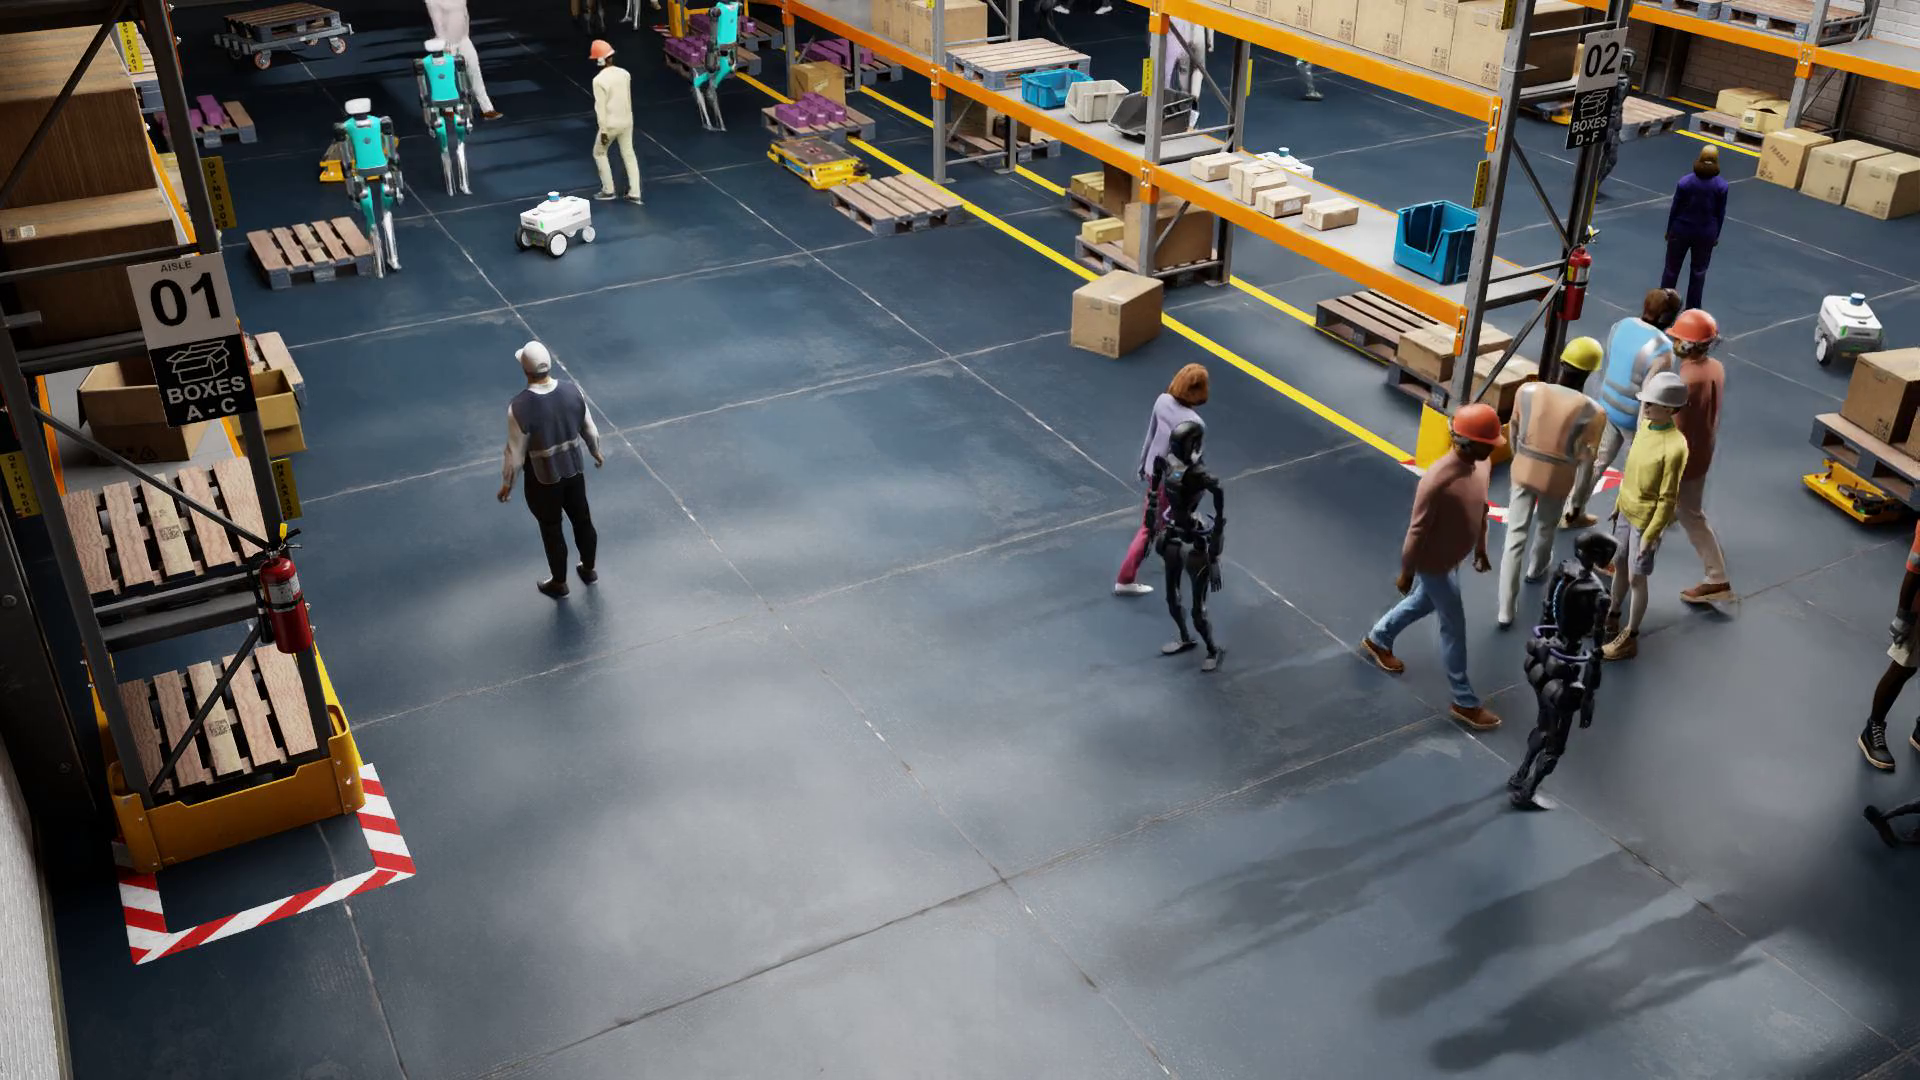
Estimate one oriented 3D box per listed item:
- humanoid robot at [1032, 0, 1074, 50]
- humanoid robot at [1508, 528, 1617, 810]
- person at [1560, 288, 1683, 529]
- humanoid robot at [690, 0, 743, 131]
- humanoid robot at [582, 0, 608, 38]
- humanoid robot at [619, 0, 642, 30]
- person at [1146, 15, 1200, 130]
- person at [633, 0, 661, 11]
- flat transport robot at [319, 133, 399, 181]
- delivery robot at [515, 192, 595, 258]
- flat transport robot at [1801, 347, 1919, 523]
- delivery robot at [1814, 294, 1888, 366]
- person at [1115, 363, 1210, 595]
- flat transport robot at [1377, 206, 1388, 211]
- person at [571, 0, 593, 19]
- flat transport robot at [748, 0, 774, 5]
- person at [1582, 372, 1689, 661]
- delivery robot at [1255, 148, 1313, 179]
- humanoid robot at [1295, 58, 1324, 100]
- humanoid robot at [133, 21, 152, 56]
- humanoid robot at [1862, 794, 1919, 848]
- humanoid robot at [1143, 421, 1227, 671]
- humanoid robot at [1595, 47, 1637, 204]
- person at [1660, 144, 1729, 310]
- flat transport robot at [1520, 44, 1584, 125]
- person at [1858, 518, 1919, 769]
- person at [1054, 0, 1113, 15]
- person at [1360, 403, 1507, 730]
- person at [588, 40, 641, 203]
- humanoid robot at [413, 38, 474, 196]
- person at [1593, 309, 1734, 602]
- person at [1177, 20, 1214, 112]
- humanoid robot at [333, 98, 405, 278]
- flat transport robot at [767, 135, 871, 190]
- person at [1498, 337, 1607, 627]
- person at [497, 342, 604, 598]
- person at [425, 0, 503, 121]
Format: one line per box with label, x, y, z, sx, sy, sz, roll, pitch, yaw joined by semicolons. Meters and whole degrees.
humanoid robot;1.280;-7.615;23.311;0.751;1.657;0.598;10;31;16
humanoid robot;3.181;0.676;8.825;0.362;1.647;0.593;-6;30;-10
person;4.652;-0.876;11.409;0.858;1.799;0.658;-8;31;-13
humanoid robot;-2.976;-5.722;19.929;0.814;1.782;0.533;18;34;28
humanoid robot;-5.423;-8.216;24.298;0.589;1.647;0.351;-7;31;-12
humanoid robot;-4.946;-8.504;24.773;0.543;1.811;0.775;8;31;13
person;2.509;-5.759;19.841;0.822;1.866;0.648;13;32;22
person;-4.942;-9.176;25.806;0.626;1.844;0.429;-14;33;-23
flat transport robot;-6.892;-4.417;19.099;0.659;0.231;1.431;-4;30;-7
delivery robot;-4.047;-3.180;16.653;0.499;0.589;0.782;19;35;29
flat transport robot;6.992;-0.422;12.144;1.431;0.231;0.659;-7;31;-13
delivery robot;7.637;-1.801;14.277;0.499;0.614;0.812;6;30;10
person;1.383;-0.401;10.797;0.844;1.572;0.506;-11;32;-19
flat transport robot;4.169;-3.110;16.823;0.659;0.231;1.431;-9;31;-15
person;-5.753;-8.720;25.143;0.598;1.707;0.599;2;30;3
flat transport robot;-2.793;-8.860;26.834;0.659;0.231;1.431;16;34;26
person;4.109;-0.143;10.032;0.384;1.892;0.471;-3;30;-6
delivery robot;3.464;-3.937;17.976;0.499;0.595;0.792;-17;34;-27
humanoid robot;4.540;-6.418;21.197;0.750;1.869;0.552;2;30;4
humanoid robot;-11.458;-7.391;22.880;0.585;1.643;0.596;4;30;7
humanoid robot;5.035;0.871;8.501;0.451;1.649;0.601;11;32;18
humanoid robot;1.376;0.013;9.977;0.381;1.634;0.600;-26;39;-38
humanoid robot;6.888;-4.392;17.643;0.368;1.642;0.612;3;30;6
person;6.503;-2.710;14.764;0.450;1.624;0.326;10;31;17
flat transport robot;7.423;-5.546;21.064;0.659;0.231;1.431;-15;33;-25
person;5.379;0.388;9.043;0.603;1.958;0.370;0;30;-1
person;1.923;-8.974;25.506;0.993;1.781;0.531;0;30;1
person;2.801;0.074;9.607;1.027;1.935;0.622;26;39;38
person;-3.730;-4.440;17.672;0.671;1.720;0.601;16;34;26
humanoid robot;-5.488;-4.502;17.847;0.534;1.847;0.778;-9;31;-15
person;4.680;-0.518;10.638;0.649;1.942;0.945;-23;37;-35
person;2.843;-6.167;20.536;0.609;1.874;0.505;3;30;5
humanoid robot;-5.567;-3.329;15.778;0.571;1.827;0.780;-12;32;-20
flat transport robot;-1.616;-4.299;18.893;0.659;0.231;1.431;-15;33;-25
person;3.719;-0.412;10.525;0.580;1.854;1.009;16;34;26
person;-2.614;-0.445;10.687;0.761;1.759;0.438;-25;38;-37
person;-6.072;-6.018;20.246;0.926;1.901;0.641;19;35;30
